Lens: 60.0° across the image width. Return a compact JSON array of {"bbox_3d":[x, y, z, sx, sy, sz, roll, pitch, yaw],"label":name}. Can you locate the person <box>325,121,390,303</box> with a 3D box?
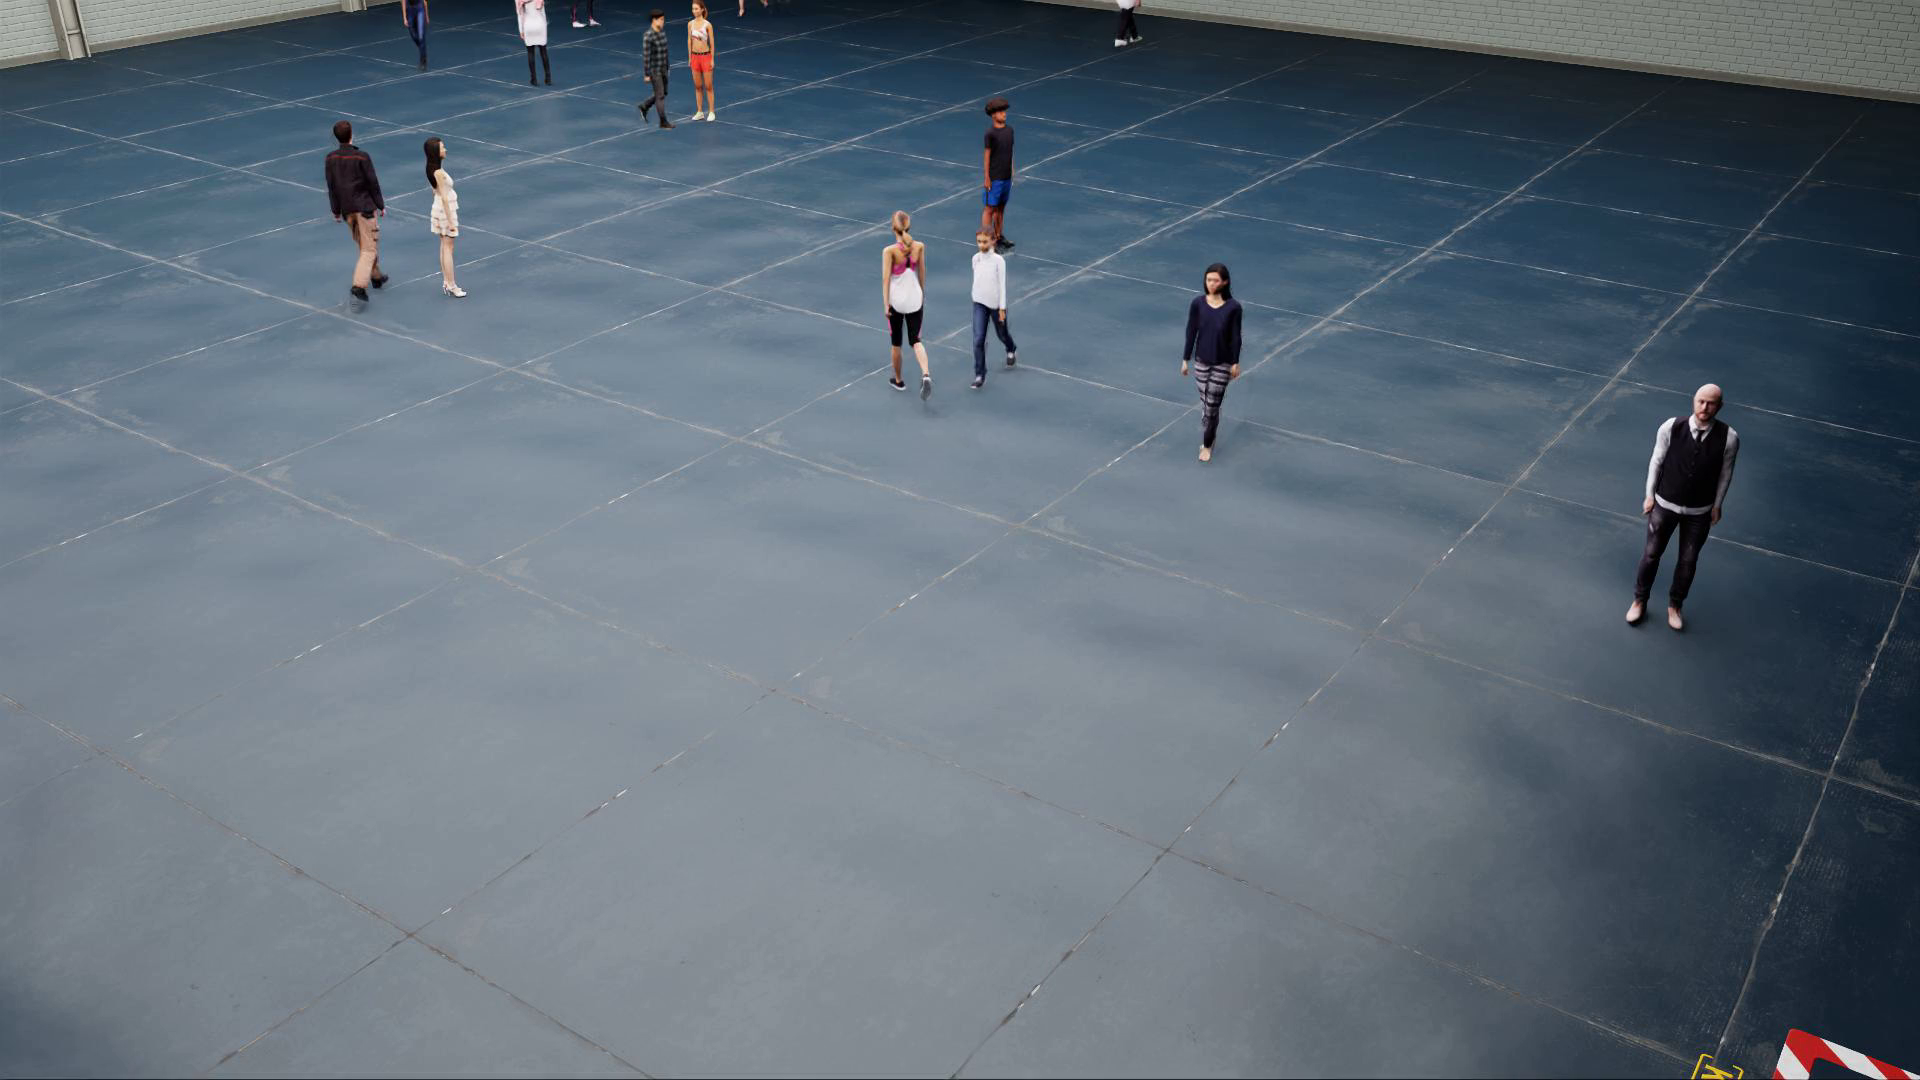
[{"bbox_3d":[-6.474,-3.492,17.852,1.096,1.889,1.328,3,27,5],"label":"person"}]

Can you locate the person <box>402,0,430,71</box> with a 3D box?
[{"bbox_3d":[-9.454,-9.105,28.951,1.079,1.708,1.152,-4,28,-8],"label":"person"}]

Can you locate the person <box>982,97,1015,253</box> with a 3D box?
[{"bbox_3d":[0.433,-4.298,19.517,0.556,1.799,0.694,-24,36,-38],"label":"person"}]

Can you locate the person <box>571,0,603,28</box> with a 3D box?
[{"bbox_3d":[-7.496,-10.836,32.292,0.856,1.727,0.846,4,27,7],"label":"person"}]

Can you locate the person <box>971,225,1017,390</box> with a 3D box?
[{"bbox_3d":[0.316,-2.252,15.845,0.699,1.522,1.119,10,29,18],"label":"person"}]

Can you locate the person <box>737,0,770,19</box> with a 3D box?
[{"bbox_3d":[-4.218,-11.300,33.232,1.043,1.692,0.904,-14,30,-25],"label":"person"}]

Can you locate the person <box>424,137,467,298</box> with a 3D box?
[{"bbox_3d":[-5.602,-3.498,18.033,0.672,1.735,0.662,-13,30,-24],"label":"person"}]

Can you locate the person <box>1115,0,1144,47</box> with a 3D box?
[{"bbox_3d":[3.033,-9.970,30.683,1.038,1.660,0.898,-13,30,-24],"label":"person"}]

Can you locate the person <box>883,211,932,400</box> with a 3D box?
[{"bbox_3d":[-0.464,-2.137,15.354,1.078,1.768,1.014,-13,30,-23],"label":"person"}]

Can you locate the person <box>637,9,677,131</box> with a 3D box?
[{"bbox_3d":[-4.494,-6.878,24.292,0.851,1.688,0.971,12,30,22],"label":"person"}]

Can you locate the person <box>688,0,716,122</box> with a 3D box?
[{"bbox_3d":[-3.936,-7.320,25.395,0.634,1.790,0.636,8,28,15],"label":"person"}]

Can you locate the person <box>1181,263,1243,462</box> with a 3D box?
[{"bbox_3d":[2.211,-1.574,14.314,0.660,1.718,0.766,14,30,25],"label":"person"}]

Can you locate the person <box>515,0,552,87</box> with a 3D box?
[{"bbox_3d":[-7.084,-8.486,27.649,0.699,1.799,0.788,-10,29,-18],"label":"person"}]

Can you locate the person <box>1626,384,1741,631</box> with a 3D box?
[{"bbox_3d":[5.053,-0.239,11.609,0.729,1.822,0.655,11,29,21],"label":"person"}]
